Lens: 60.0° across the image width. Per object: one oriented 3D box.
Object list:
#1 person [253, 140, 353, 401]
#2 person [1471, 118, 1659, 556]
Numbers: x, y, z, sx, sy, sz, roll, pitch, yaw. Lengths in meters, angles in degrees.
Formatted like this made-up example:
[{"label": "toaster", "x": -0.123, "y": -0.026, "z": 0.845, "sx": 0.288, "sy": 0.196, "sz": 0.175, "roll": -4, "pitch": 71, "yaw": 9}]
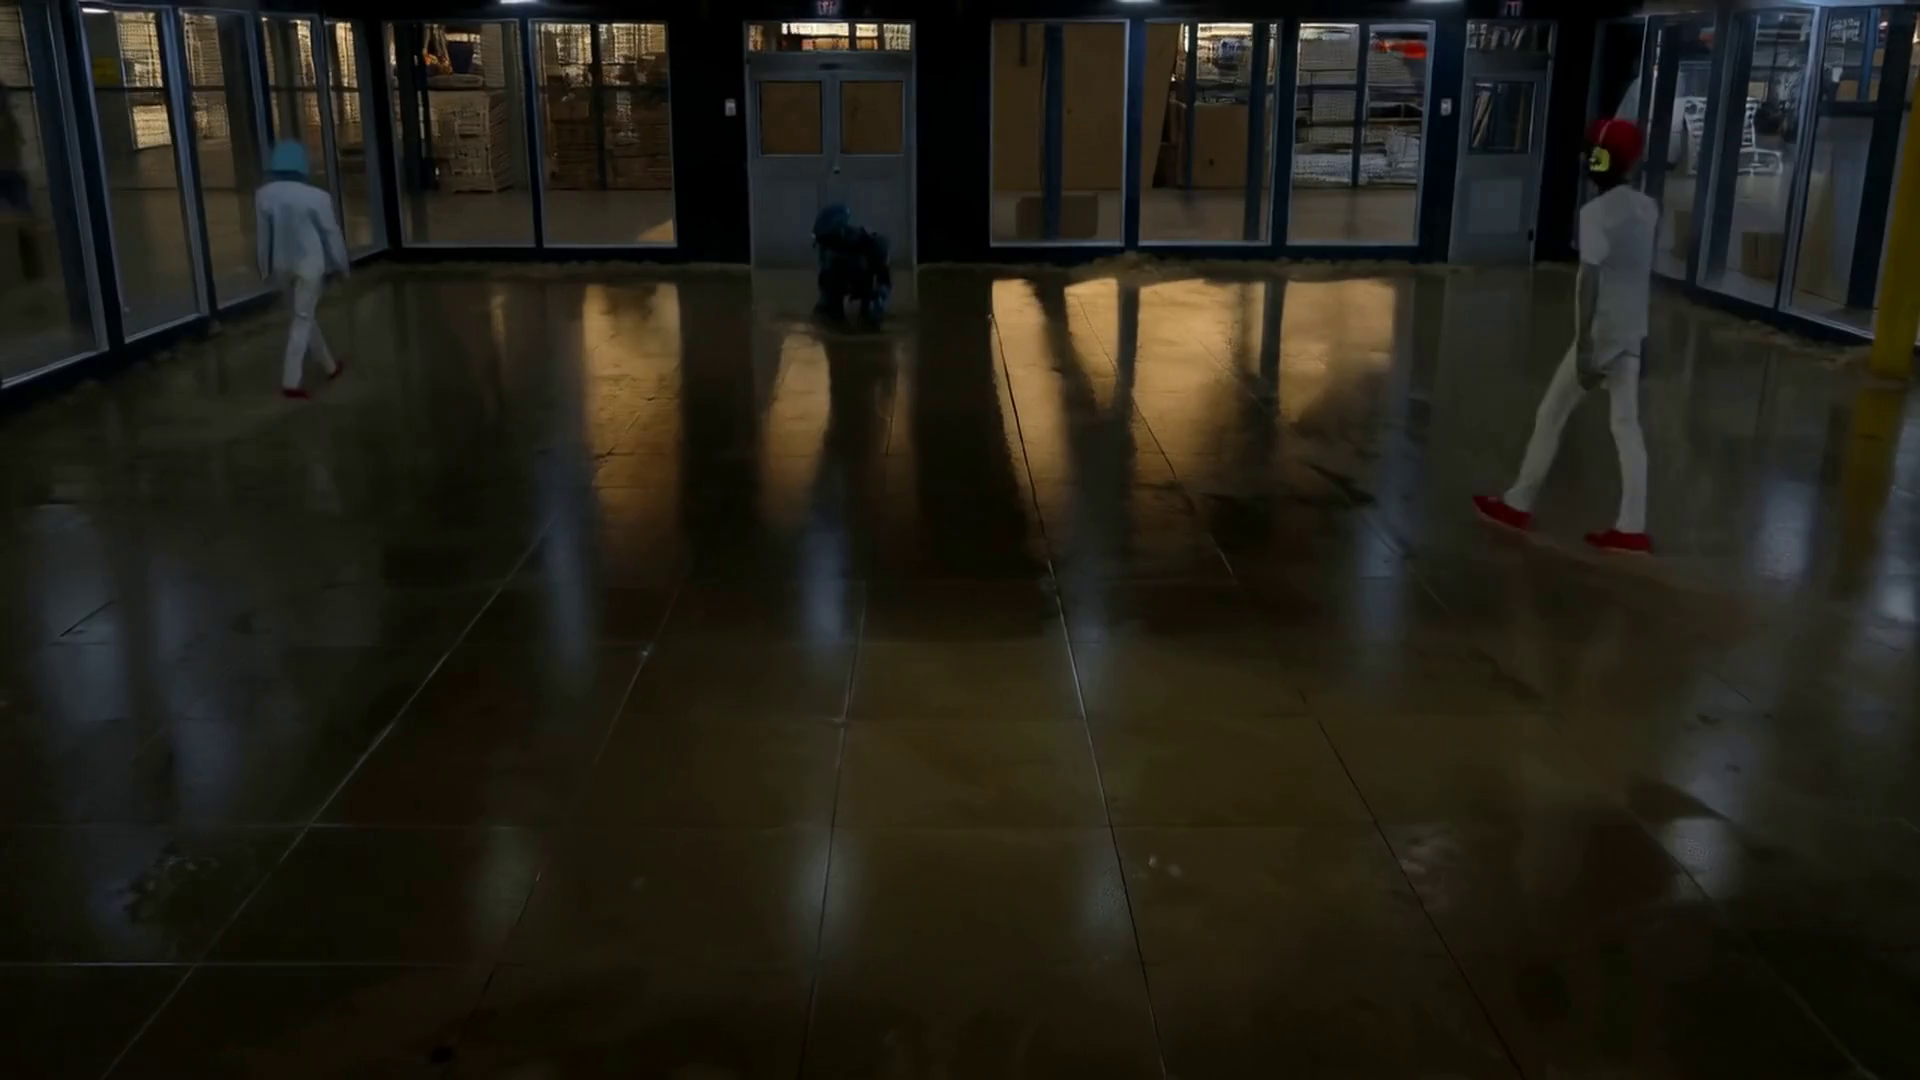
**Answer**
[{"label": "person", "x": -4.107, "y": -1.693, "z": 10.417, "sx": 0.524, "sy": 1.584, "sz": 0.873, "roll": 3, "pitch": 17, "yaw": 11}, {"label": "person", "x": 2.731, "y": -0.890, "z": 7.261, "sx": 0.524, "sy": 1.833, "sz": 0.888, "roll": -9, "pitch": 19, "yaw": -29}]
